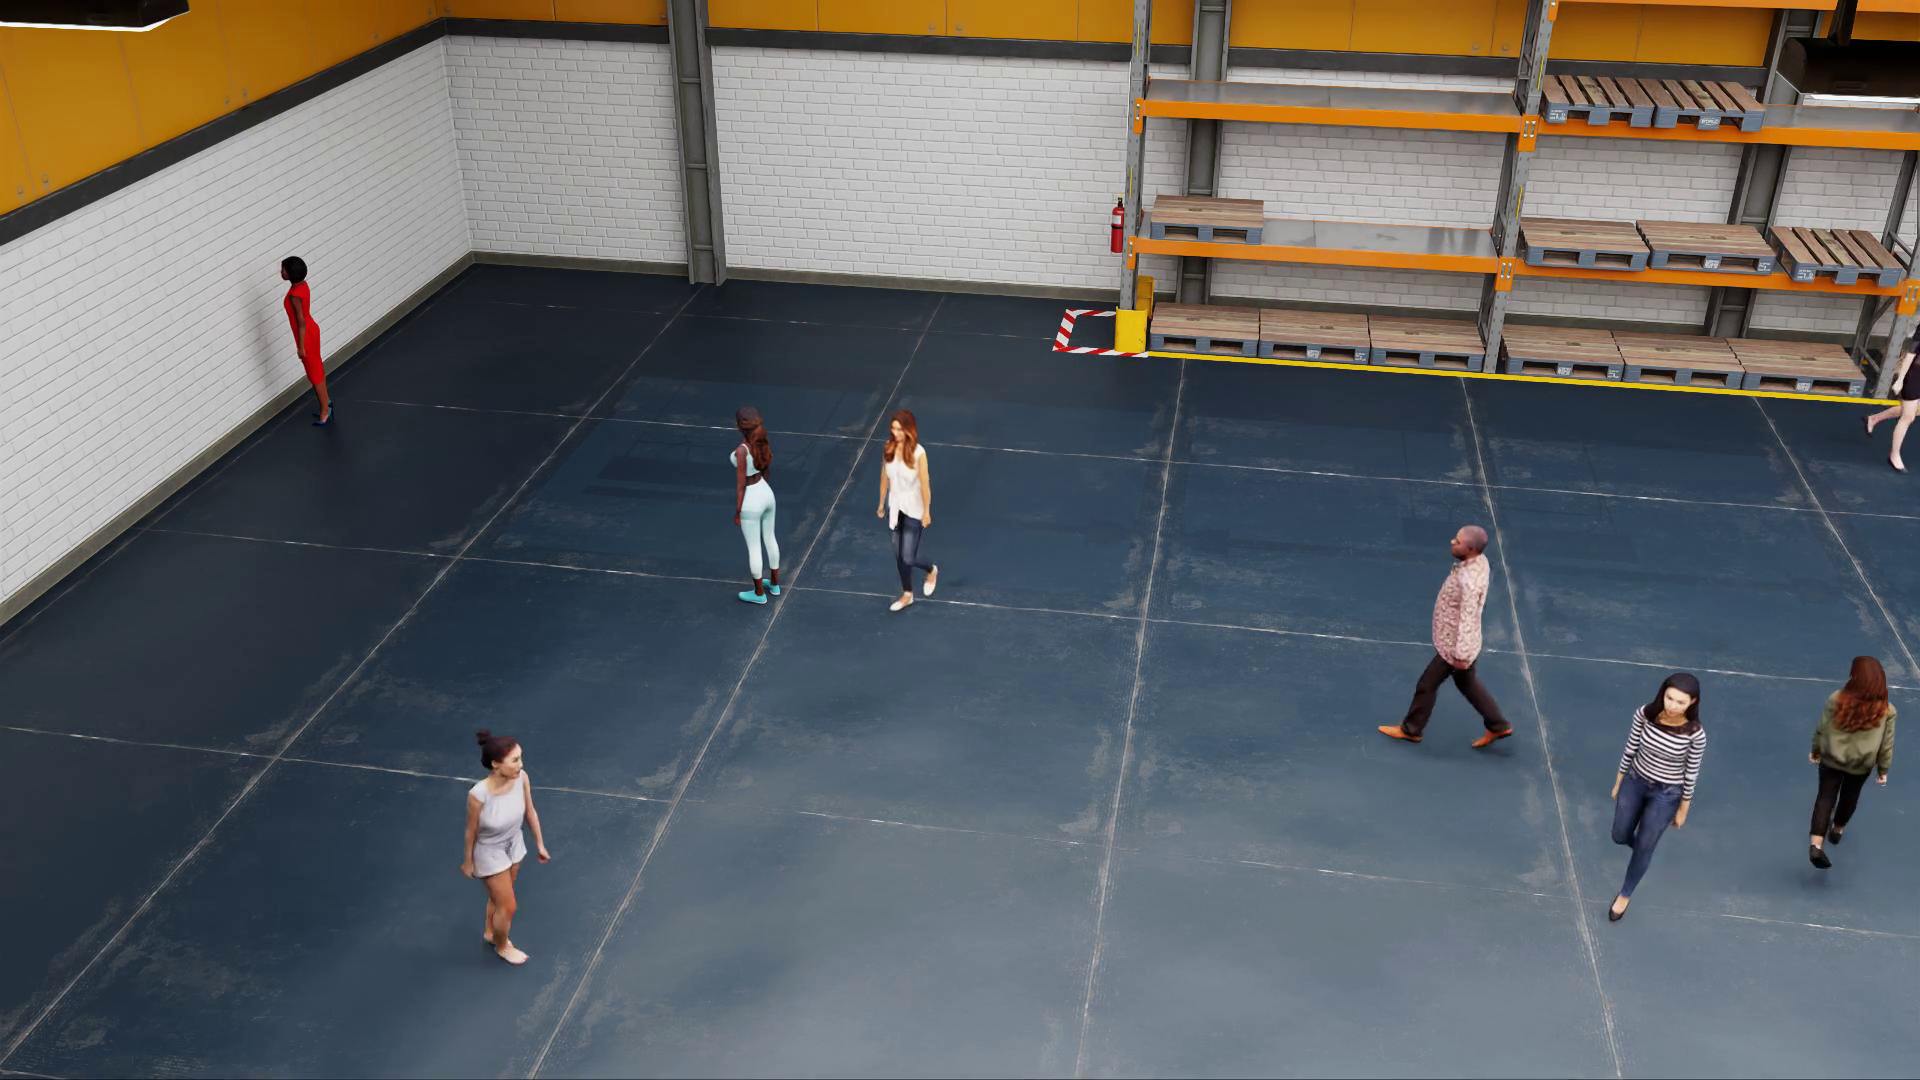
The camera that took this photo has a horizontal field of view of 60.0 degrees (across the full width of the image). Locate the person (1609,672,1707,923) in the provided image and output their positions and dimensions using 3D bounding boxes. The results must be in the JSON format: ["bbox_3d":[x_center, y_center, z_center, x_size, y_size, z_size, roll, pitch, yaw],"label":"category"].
[{"bbox_3d":[4.244,1.530,10.149,0.826,1.784,0.852,22,35,34],"label":"person"}]

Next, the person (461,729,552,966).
[{"bbox_3d":[-2.782,1.815,9.823,0.763,1.595,0.698,22,36,35],"label":"person"}]

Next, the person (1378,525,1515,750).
[{"bbox_3d":[3.575,0.714,11.630,1.220,1.797,0.874,11,31,20],"label":"person"}]

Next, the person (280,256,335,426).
[{"bbox_3d":[-6.542,-2.005,16.671,0.627,1.744,0.640,-7,29,-13],"label":"person"}]

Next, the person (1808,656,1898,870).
[{"bbox_3d":[5.658,1.454,10.641,0.987,1.445,0.905,18,34,30],"label":"person"}]

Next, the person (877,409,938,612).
[{"bbox_3d":[-0.371,-0.270,13.459,0.790,1.774,0.831,22,36,35],"label":"person"}]

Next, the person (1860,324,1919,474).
[{"bbox_3d":[8.989,-1.544,15.760,0.984,1.807,0.966,-13,31,-22],"label":"person"}]

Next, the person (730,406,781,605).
[{"bbox_3d":[-1.668,-0.292,13.550,0.650,1.725,0.643,18,33,29],"label":"person"}]
